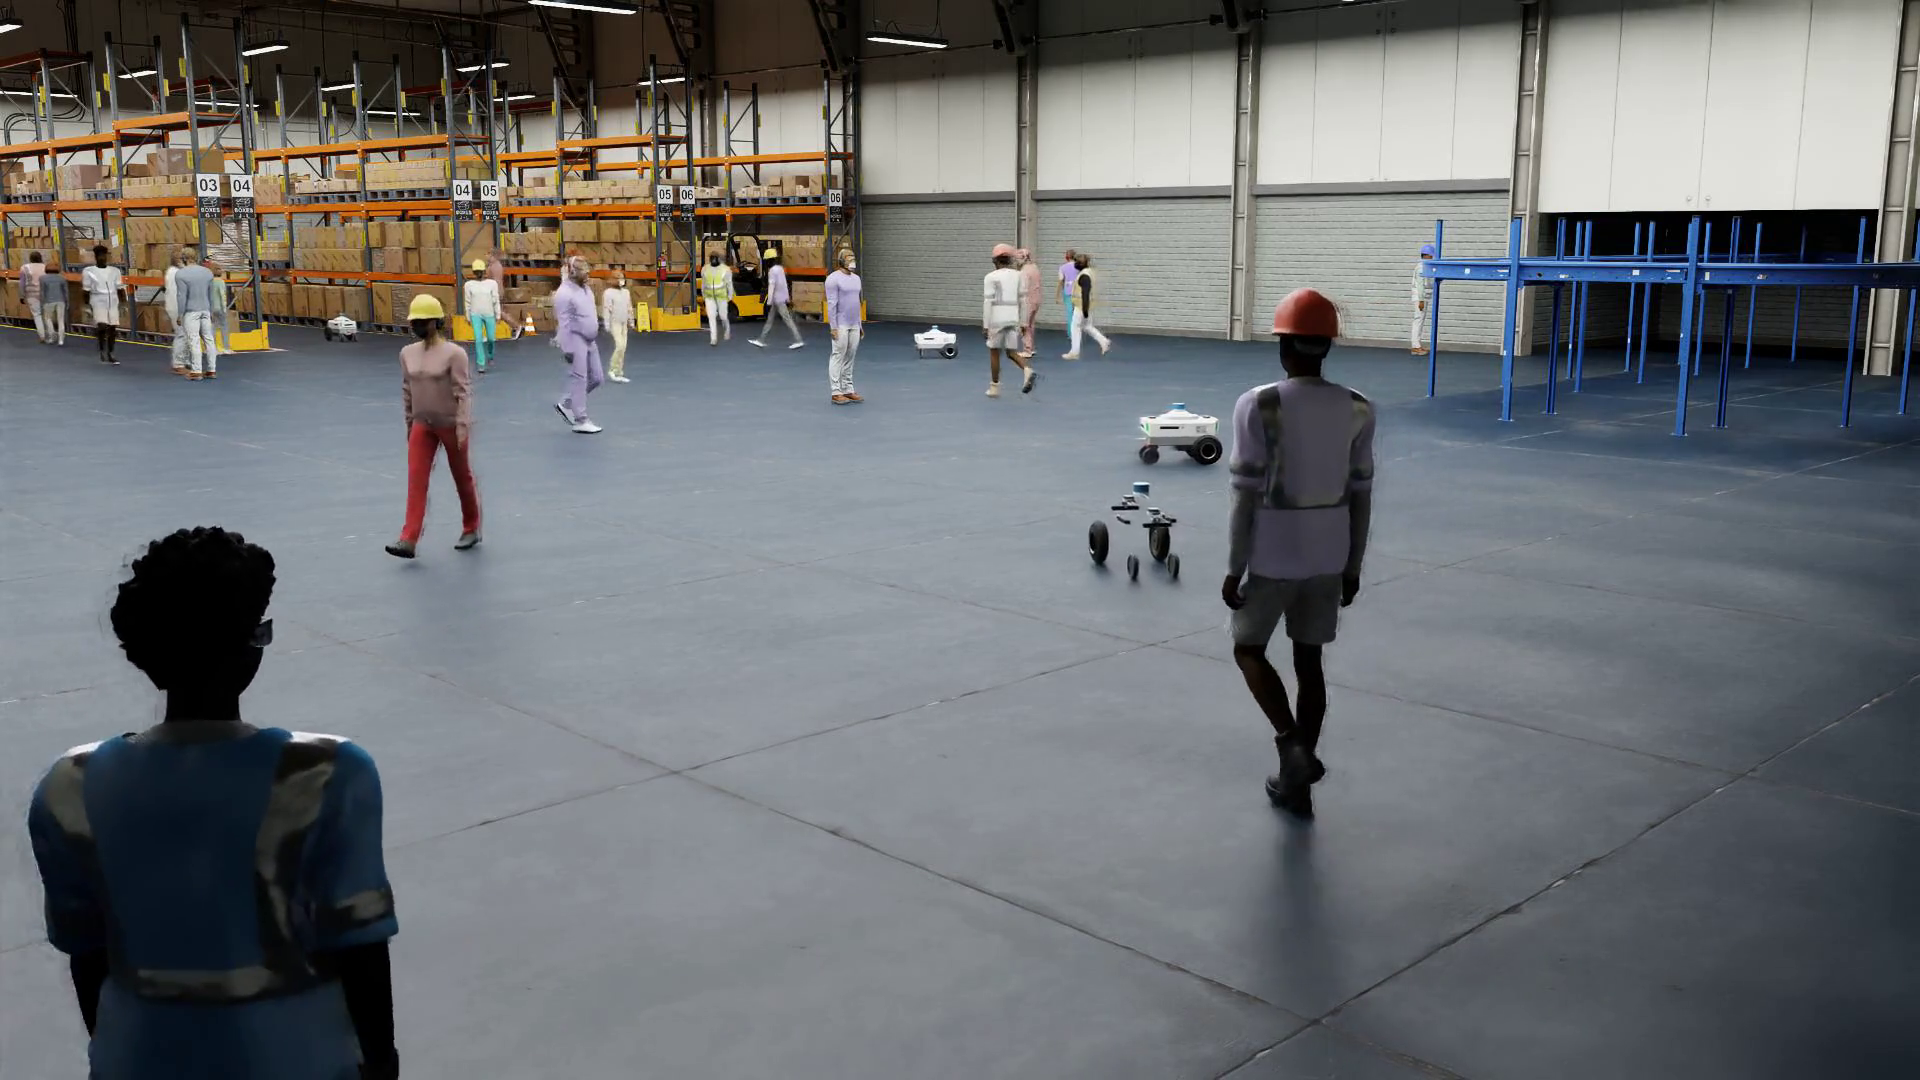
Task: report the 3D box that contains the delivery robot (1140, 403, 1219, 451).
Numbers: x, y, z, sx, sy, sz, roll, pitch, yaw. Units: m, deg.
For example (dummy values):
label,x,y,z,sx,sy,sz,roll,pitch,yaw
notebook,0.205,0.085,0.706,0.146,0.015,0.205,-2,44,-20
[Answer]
label,x,y,z,sx,sy,sz,roll,pitch,yaw
delivery robot,2.060,-1.046,15.648,0.707,0.478,0.477,-1,10,-3

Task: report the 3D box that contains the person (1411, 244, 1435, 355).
label,x,y,z,sx,sy,sz,roll,pitch,yaw
person,8.252,-4.282,29.641,0.403,1.942,0.608,4,11,20

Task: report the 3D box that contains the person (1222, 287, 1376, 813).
label,x,y,z,sx,sy,sz,roll,pitch,yaw
person,1.230,0.061,6.008,0.560,1.924,0.507,-3,11,-13

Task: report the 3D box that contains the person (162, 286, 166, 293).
label,x,y,z,sx,sy,sz,roll,pitch,yaw
person,-18.912,-6.154,40.038,0.861,1.871,0.527,2,11,12

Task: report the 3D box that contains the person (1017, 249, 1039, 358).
label,x,y,z,sx,sy,sz,roll,pitch,yaw
person,1.141,-4.111,28.930,0.461,1.872,0.752,4,11,23

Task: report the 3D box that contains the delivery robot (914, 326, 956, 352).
label,x,y,z,sx,sy,sz,roll,pitch,yaw
delivery robot,-0.439,-3.472,28.874,0.707,0.478,0.477,-2,10,-9

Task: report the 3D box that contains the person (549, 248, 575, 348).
label,x,y,z,sx,sy,sz,roll,pitch,yaw
person,-7.369,-4.545,31.300,0.796,1.856,0.605,6,12,29

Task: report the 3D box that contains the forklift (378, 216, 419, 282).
label,x,y,z,sx,sy,sz,roll,pitch,yaw
forklift,-17.868,-9.201,54.028,1.873,2.768,1.129,-10,14,-44

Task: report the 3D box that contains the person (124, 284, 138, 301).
label,x,y,z,sx,sy,sz,roll,pitch,yaw
person,-20.428,-6.296,40.798,0.338,1.882,0.575,4,11,23

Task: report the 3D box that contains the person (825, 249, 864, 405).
label,x,y,z,sx,sy,sz,roll,pitch,yaw
person,-1.444,-2.704,21.049,0.371,1.941,0.627,7,13,34

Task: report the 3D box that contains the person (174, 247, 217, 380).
label,x,y,z,sx,sy,sz,roll,pitch,yaw
person,-11.257,-3.332,24.492,0.371,1.934,0.627,5,12,27

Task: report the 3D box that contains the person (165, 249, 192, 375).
label,x,y,z,sx,sy,sz,roll,pitch,yaw
person,-11.864,-3.464,25.315,0.462,1.895,0.674,-1,10,-5

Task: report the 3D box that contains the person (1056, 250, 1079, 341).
label,x,y,z,sx,sy,sz,roll,pitch,yaw
person,2.184,-4.927,33.494,0.596,1.812,0.854,-5,11,-24

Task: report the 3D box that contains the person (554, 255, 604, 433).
label,x,y,z,sx,sy,sz,roll,pitch,yaw
person,-4.120,-2.105,17.897,0.487,1.893,0.669,2,11,13

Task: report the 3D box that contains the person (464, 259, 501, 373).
label,x,y,z,sx,sy,sz,roll,pitch,yaw
person,-7.442,-3.505,25.932,0.535,1.745,0.586,-3,11,-14

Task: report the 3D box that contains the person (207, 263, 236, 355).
label,x,y,z,sx,sy,sz,roll,pitch,yaw
person,-13.165,-4.089,29.459,0.516,1.626,0.371,2,11,13

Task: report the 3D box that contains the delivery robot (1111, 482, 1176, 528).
label,x,y,z,sx,sy,sz,roll,pitch,yaw
delivery robot,1.152,-0.251,10.602,0.335,0.223,0.698,-2,11,-11

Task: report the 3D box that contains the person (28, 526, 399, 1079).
label,x,y,z,sx,sy,sz,roll,pitch,yaw
person,-1.082,0.812,2.523,0.541,1.686,0.365,0,10,3

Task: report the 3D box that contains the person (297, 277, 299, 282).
label,x,y,z,sx,sy,sz,roll,pitch,yaw
person,-19.740,-7.871,49.251,0.376,1.927,0.551,-2,11,-13

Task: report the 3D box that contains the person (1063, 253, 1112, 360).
label,x,y,z,sx,sy,sz,roll,pitch,yaw
person,2.185,-4.008,28.520,0.759,1.815,0.633,2,11,9

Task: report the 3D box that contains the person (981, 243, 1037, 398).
label,x,y,z,sx,sy,sz,roll,pitch,yaw
person,0.629,-2.851,21.661,0.648,2.013,0.743,-7,12,-33

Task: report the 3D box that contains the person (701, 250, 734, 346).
label,x,y,z,sx,sy,sz,roll,pitch,yaw
person,-4.714,-4.720,32.381,0.651,1.819,0.782,1,10,5

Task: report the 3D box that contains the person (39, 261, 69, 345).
label,x,y,z,sx,sy,sz,roll,pitch,yaw
person,-17.507,-4.572,32.129,0.534,1.600,0.756,-9,13,-39

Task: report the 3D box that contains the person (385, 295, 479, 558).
label,x,y,z,sx,sy,sz,roll,pitch,yaw
person,-3.478,-0.749,10.968,0.543,1.711,0.895,3,11,15

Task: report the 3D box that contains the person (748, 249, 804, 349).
label,x,y,z,sx,sy,sz,roll,pitch,yaw
person,-3.412,-4.484,31.003,1.093,1.857,0.603,1,10,6

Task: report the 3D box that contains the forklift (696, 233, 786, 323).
label,x,y,z,sx,sy,sz,roll,pitch,yaw
forklift,-5.496,-6.489,41.108,2.313,2.155,1.214,-10,14,-44

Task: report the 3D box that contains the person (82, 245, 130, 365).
label,x,y,z,sx,sy,sz,roll,pitch,yaw
person,-13.915,-3.831,27.175,0.637,1.946,0.625,8,13,39

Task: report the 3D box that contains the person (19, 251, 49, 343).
label,x,y,z,sx,sy,sz,roll,pitch,yaw
person,-18.319,-4.841,33.073,0.617,1.809,0.932,-10,14,-42

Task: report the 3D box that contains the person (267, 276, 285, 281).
label,x,y,z,sx,sy,sz,roll,pitch,yaw
person,-18.824,-7.173,45.635,0.384,1.855,0.556,4,11,23

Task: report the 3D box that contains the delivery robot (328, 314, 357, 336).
label,x,y,z,sx,sy,sz,roll,pitch,yaw
delivery robot,-12.444,-4.318,33.489,0.477,0.478,0.707,-9,14,-40

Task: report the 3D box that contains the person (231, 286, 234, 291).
label,x,y,z,sx,sy,sz,roll,pitch,yaw
person,-20.325,-7.363,46.506,0.383,1.921,0.586,-1,10,-3

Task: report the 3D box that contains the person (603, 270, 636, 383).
label,x,y,z,sx,sy,sz,roll,pitch,yaw
person,-4.898,-3.080,23.982,0.356,1.620,0.501,6,12,28

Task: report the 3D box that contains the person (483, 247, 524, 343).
label,x,y,z,sx,sy,sz,roll,pitch,yaw
person,-9.189,-4.885,33.126,0.823,1.882,0.637,-1,10,-8
